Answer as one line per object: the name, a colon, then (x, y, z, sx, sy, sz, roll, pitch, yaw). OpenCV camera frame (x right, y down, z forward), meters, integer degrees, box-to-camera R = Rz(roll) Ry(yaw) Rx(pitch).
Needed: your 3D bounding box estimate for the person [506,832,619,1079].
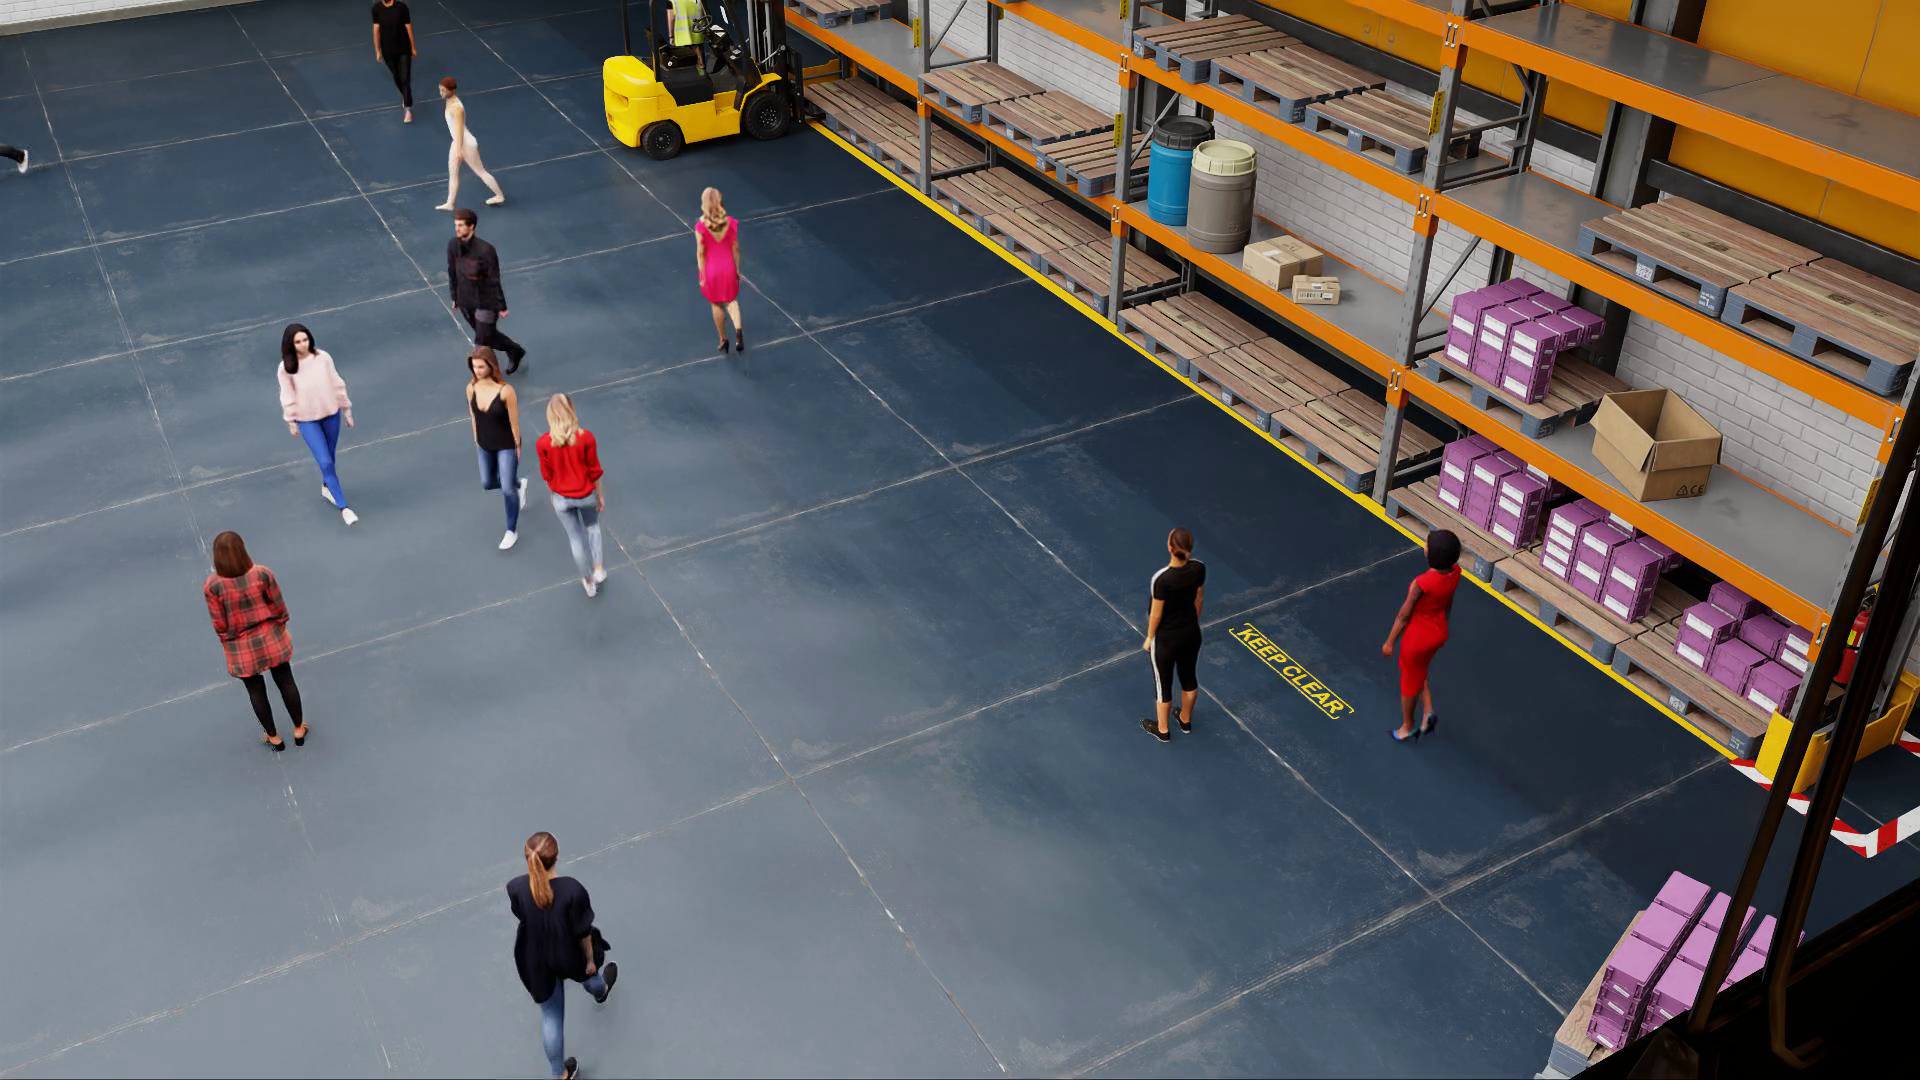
person: (-2.153, 2.269, 8.788, 1.009, 1.643, 1.150, 3, 34, 5)

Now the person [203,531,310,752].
person: (-4.713, 0.682, 11.126, 0.621, 1.698, 0.561, -16, 37, -23)

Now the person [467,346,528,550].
person: (-3.667, -0.795, 13.344, 0.939, 1.703, 0.987, 9, 35, 13)

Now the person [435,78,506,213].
person: (-5.618, -4.530, 19.072, 0.696, 1.582, 0.979, -15, 36, -21)

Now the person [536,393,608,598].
person: (-2.915, -0.279, 12.575, 0.662, 1.695, 0.636, -8, 35, -12)

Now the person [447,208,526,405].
person: (-4.372, -2.216, 15.392, 1.226, 1.802, 1.157, 18, 38, 25)

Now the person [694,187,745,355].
person: (-2.283, -2.530, 15.944, 0.604, 1.713, 0.824, -14, 36, -21)

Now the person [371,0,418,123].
person: (-7.395, -6.446, 21.835, 0.951, 1.715, 1.263, -5, 34, -7)

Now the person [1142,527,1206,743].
person: (1.455, 0.633, 11.228, 0.579, 1.667, 0.499, -16, 37, -23)

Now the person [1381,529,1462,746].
person: (3.132, 0.709, 11.055, 0.639, 1.732, 0.672, -25, 41, -32)

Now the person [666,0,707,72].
person: (-3.607, -6.669, 22.053, 0.683, 1.845, 0.697, -16, 37, -23)

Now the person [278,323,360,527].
person: (-5.283, -1.003, 13.634, 0.793, 1.728, 1.132, -25, 41, -33)
